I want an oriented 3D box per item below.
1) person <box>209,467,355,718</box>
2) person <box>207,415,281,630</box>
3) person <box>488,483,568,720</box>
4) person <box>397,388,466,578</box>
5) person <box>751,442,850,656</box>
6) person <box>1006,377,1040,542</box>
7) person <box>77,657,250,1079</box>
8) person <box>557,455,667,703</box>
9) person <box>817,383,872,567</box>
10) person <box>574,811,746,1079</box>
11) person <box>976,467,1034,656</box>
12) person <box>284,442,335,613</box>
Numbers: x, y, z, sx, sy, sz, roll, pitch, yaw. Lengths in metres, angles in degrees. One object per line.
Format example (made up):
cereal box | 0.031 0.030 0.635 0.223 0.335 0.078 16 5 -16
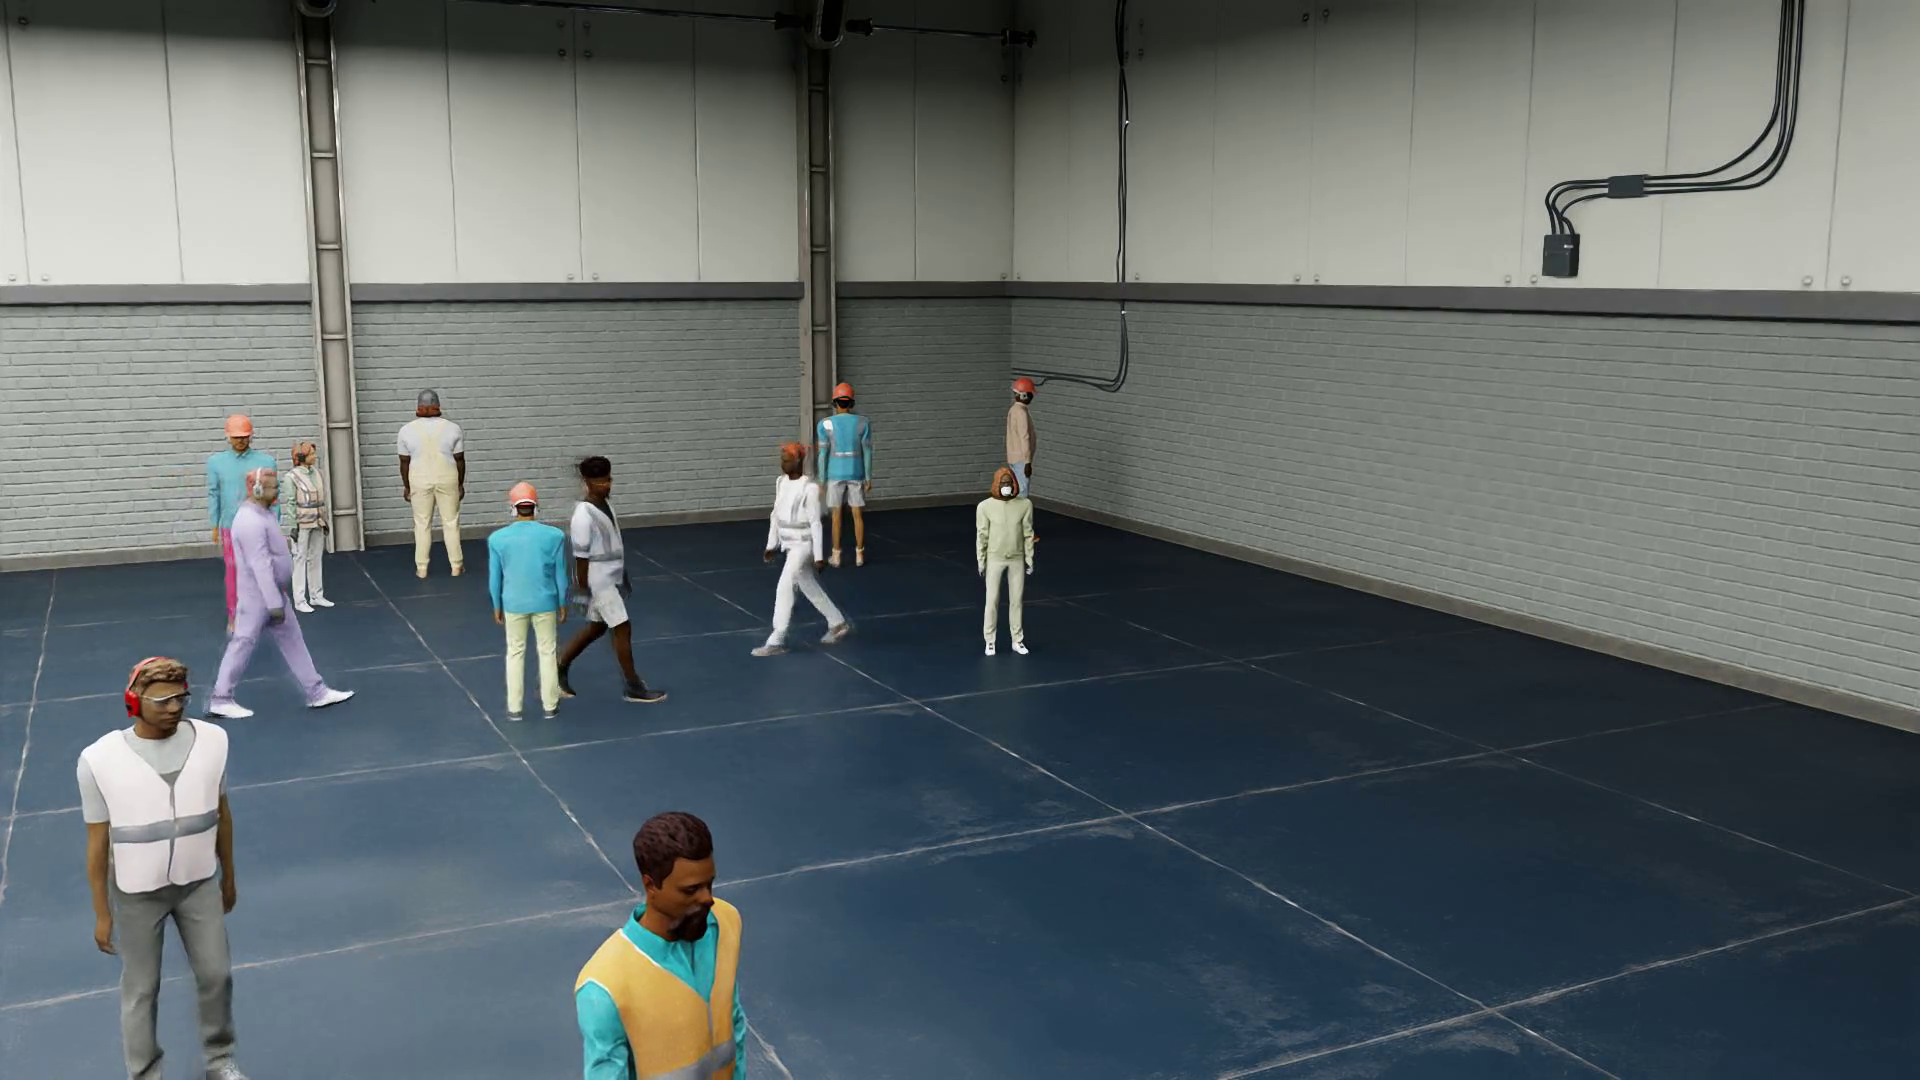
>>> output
person | -5.069 0.391 12.204 1.013 1.851 0.669 -2 9 -13
person | -6.529 -0.157 15.189 0.605 1.986 0.413 -3 10 -16
person | -3.155 0.449 12.191 0.561 1.741 0.360 -2 9 -10
person | -5.652 -0.620 17.849 0.680 2.000 0.537 -3 10 -16
person | -1.350 0.053 14.375 0.986 1.843 0.586 -5 11 -30
person | 0.751 -0.972 20.156 0.376 1.996 0.612 -2 9 -13
person | -3.073 1.340 6.413 0.399 1.834 0.570 9 13 43
person | -2.744 0.297 12.596 0.941 1.911 0.623 0 9 0
person | -1.279 -0.718 18.439 0.605 2.045 0.378 -2 9 -12
person | -0.769 1.628 4.419 0.405 1.908 0.601 5 10 27
person | 0.385 0.183 14.184 0.498 1.627 0.280 -2 9 -12
person | -6.295 -0.130 16.058 0.306 1.640 0.523 3 10 17
